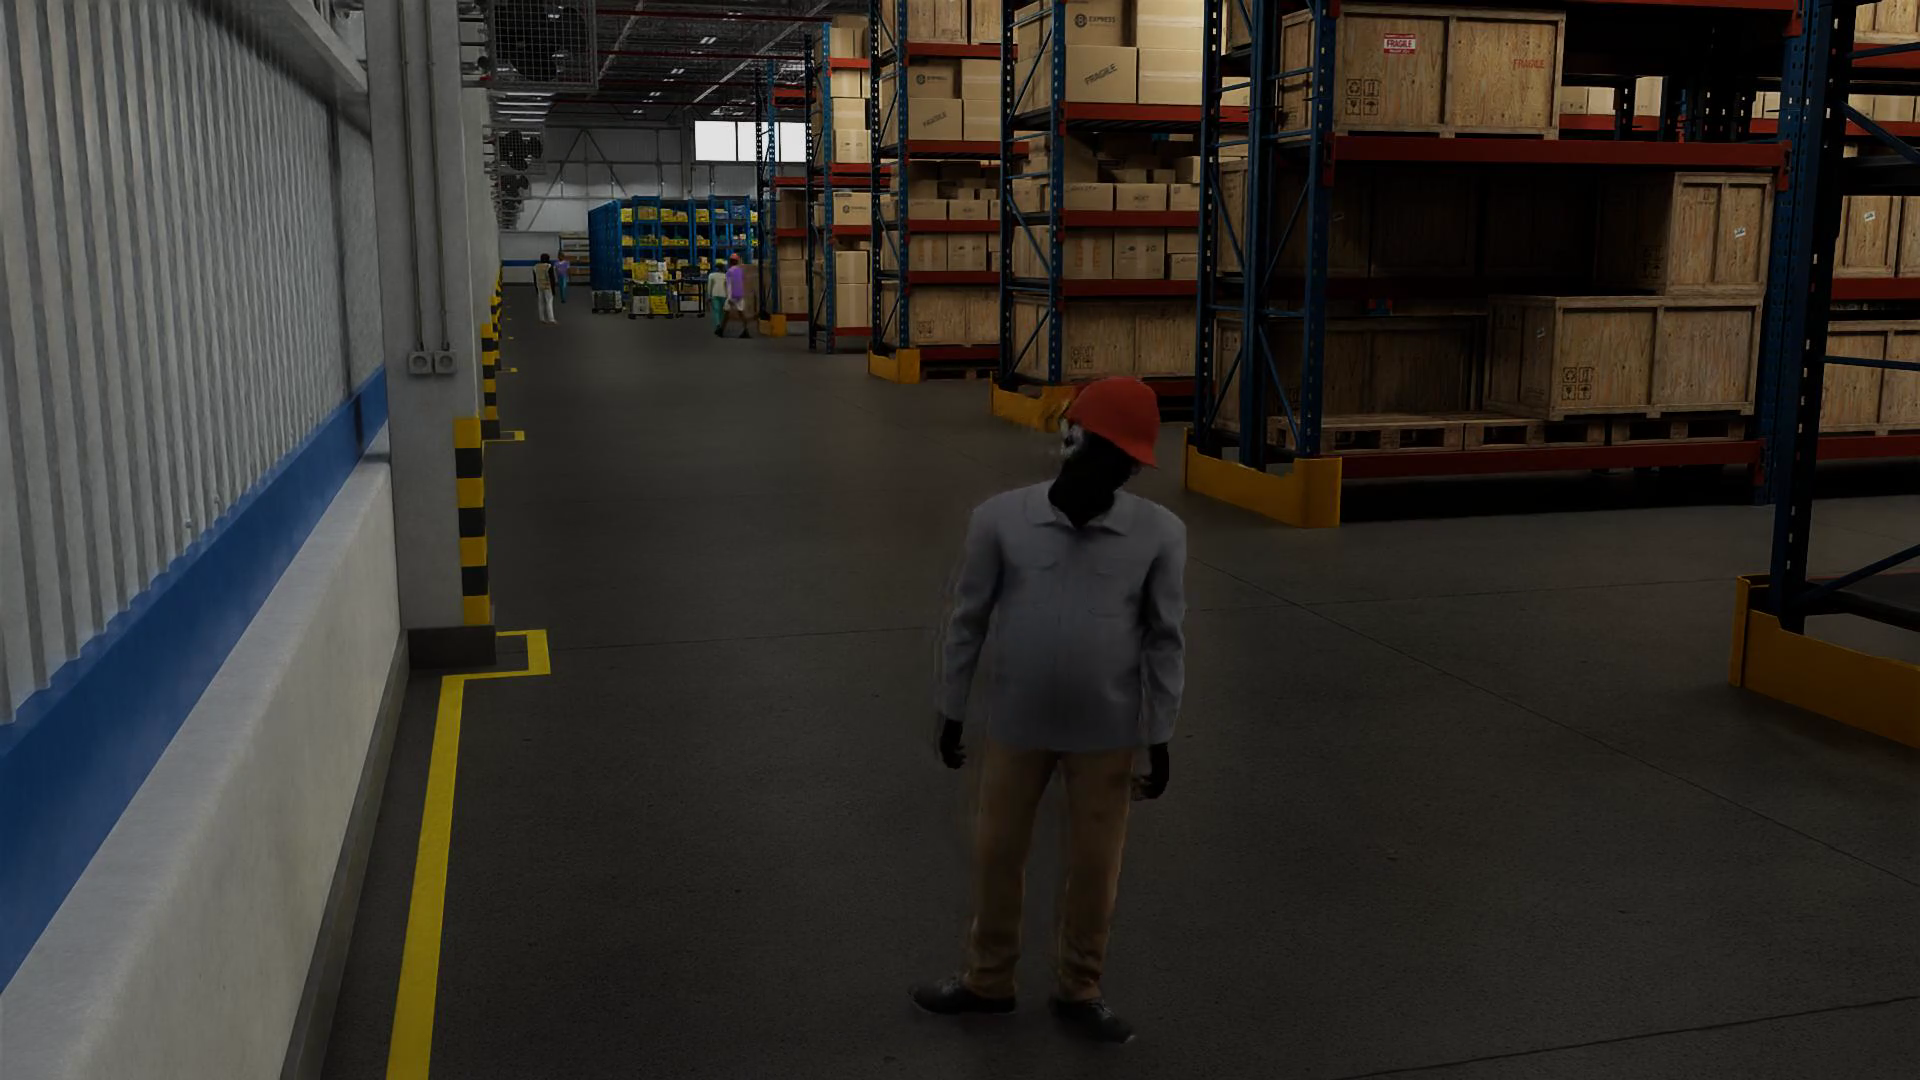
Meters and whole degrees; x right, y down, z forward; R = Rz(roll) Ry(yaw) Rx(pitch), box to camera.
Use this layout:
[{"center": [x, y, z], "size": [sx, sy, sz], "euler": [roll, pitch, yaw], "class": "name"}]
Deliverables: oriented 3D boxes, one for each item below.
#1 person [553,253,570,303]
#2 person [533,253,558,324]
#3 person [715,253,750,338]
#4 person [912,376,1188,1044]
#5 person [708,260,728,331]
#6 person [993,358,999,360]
[{"center": [-14.214, -9.335, 59.323], "size": [0.590, 1.792, 0.990], "euler": [0, 10, -1], "class": "person"}, {"center": [-10.811, -6.546, 43.393], "size": [0.624, 1.841, 0.430], "euler": [5, 11, 25], "class": "person"}, {"center": [-4.986, -5.394, 36.806], "size": [0.987, 1.877, 0.540], "euler": [10, 14, 44], "class": "person"}, {"center": [0.208, 0.447, 4.178], "size": [0.701, 1.716, 0.320], "euler": [1, 10, 8], "class": "person"}, {"center": [-5.564, -5.621, 38.491], "size": [0.552, 1.716, 0.803], "euler": [-2, 10, -10], "class": "person"}, {"center": [0.678, -4.150, 29.602], "size": [0.664, 1.916, 0.640], "euler": [1, 10, 3], "class": "person"}]
